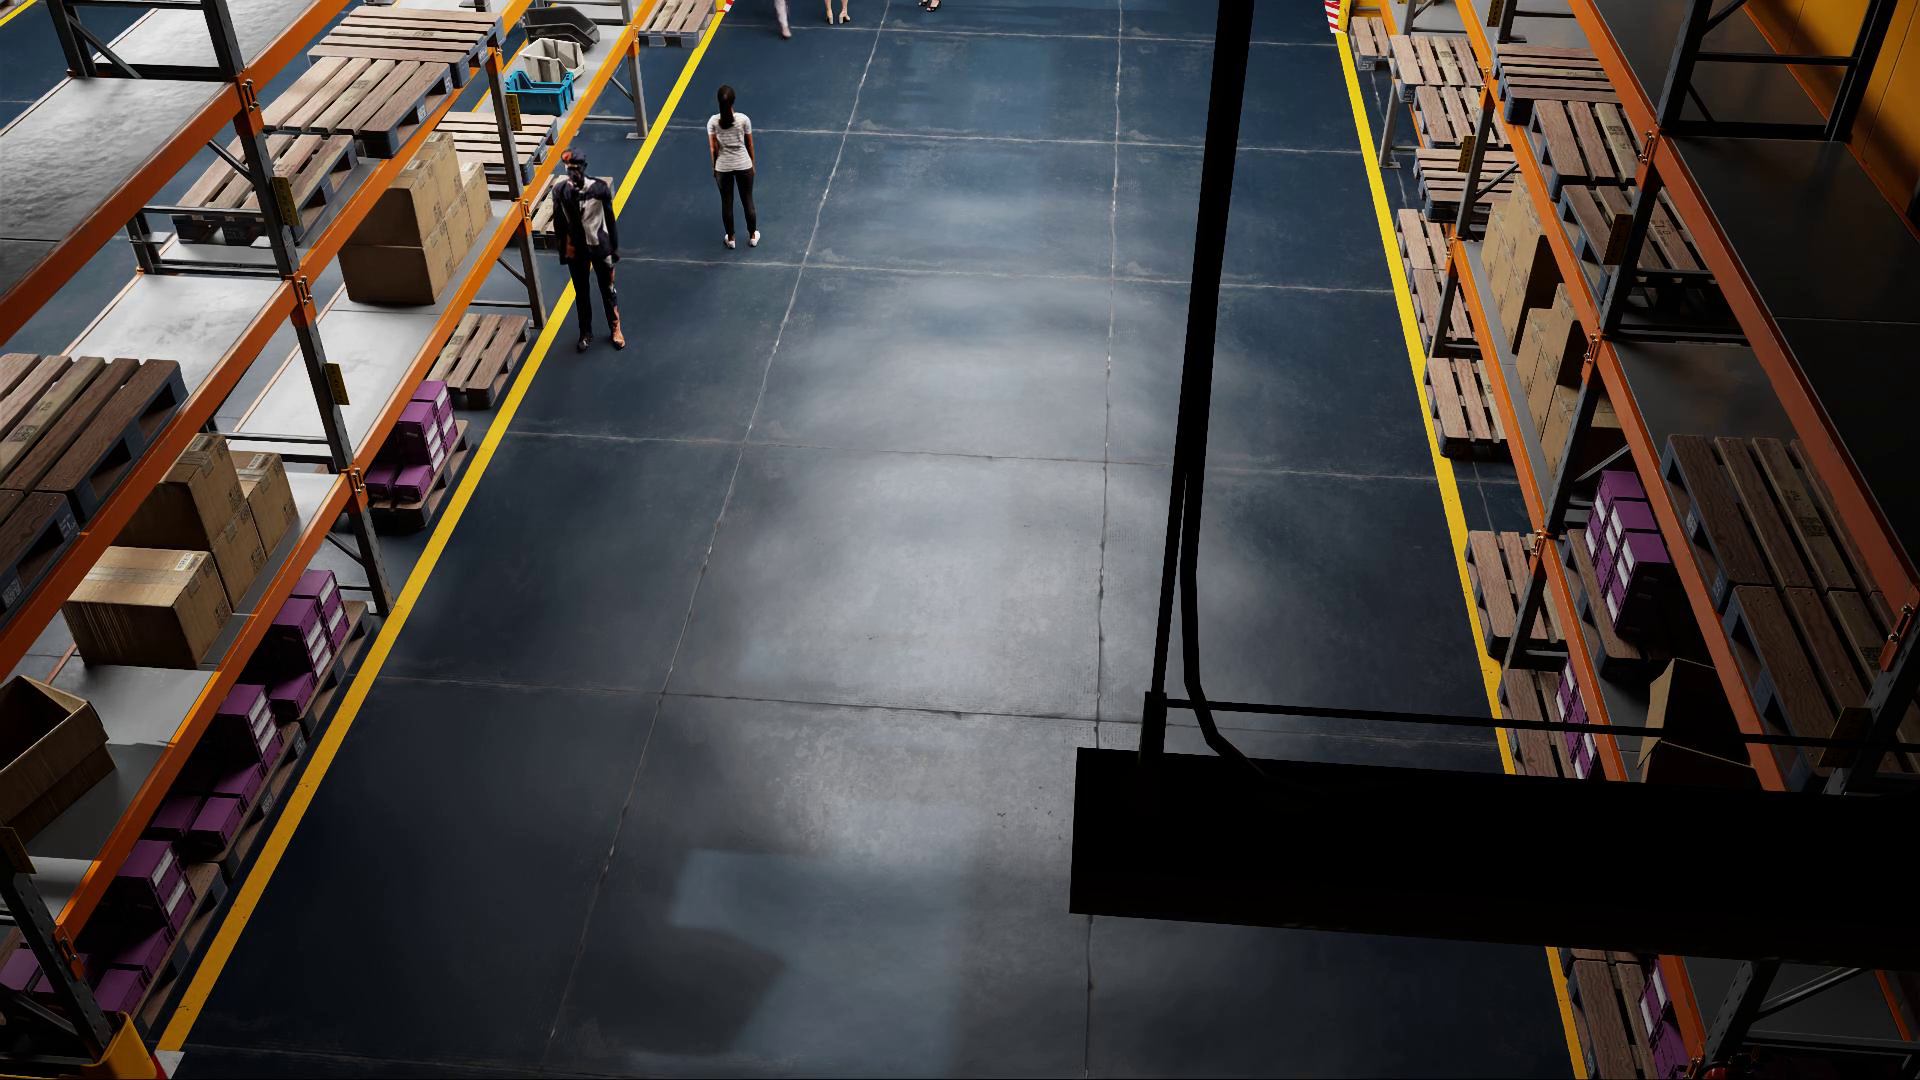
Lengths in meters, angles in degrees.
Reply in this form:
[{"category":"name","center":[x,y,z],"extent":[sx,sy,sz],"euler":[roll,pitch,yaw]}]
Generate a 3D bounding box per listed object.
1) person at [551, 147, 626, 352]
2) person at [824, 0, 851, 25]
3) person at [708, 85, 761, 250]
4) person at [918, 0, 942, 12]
[{"category":"person","center":[-3.229,-2.539,14.490],"extent":[0.740,1.890,0.666],"euler":[-5,39,-6]},{"category":"person","center":[-1.560,-7.262,20.497],"extent":[0.628,1.775,0.609],"euler":[3,39,4]},{"category":"person","center":[-2.176,-3.589,15.999],"extent":[0.615,1.647,0.600],"euler":[-5,39,-7]},{"category":"person","center":[-0.399,-7.528,20.831],"extent":[0.857,1.773,0.777],"euler":[-18,42,-21]}]
